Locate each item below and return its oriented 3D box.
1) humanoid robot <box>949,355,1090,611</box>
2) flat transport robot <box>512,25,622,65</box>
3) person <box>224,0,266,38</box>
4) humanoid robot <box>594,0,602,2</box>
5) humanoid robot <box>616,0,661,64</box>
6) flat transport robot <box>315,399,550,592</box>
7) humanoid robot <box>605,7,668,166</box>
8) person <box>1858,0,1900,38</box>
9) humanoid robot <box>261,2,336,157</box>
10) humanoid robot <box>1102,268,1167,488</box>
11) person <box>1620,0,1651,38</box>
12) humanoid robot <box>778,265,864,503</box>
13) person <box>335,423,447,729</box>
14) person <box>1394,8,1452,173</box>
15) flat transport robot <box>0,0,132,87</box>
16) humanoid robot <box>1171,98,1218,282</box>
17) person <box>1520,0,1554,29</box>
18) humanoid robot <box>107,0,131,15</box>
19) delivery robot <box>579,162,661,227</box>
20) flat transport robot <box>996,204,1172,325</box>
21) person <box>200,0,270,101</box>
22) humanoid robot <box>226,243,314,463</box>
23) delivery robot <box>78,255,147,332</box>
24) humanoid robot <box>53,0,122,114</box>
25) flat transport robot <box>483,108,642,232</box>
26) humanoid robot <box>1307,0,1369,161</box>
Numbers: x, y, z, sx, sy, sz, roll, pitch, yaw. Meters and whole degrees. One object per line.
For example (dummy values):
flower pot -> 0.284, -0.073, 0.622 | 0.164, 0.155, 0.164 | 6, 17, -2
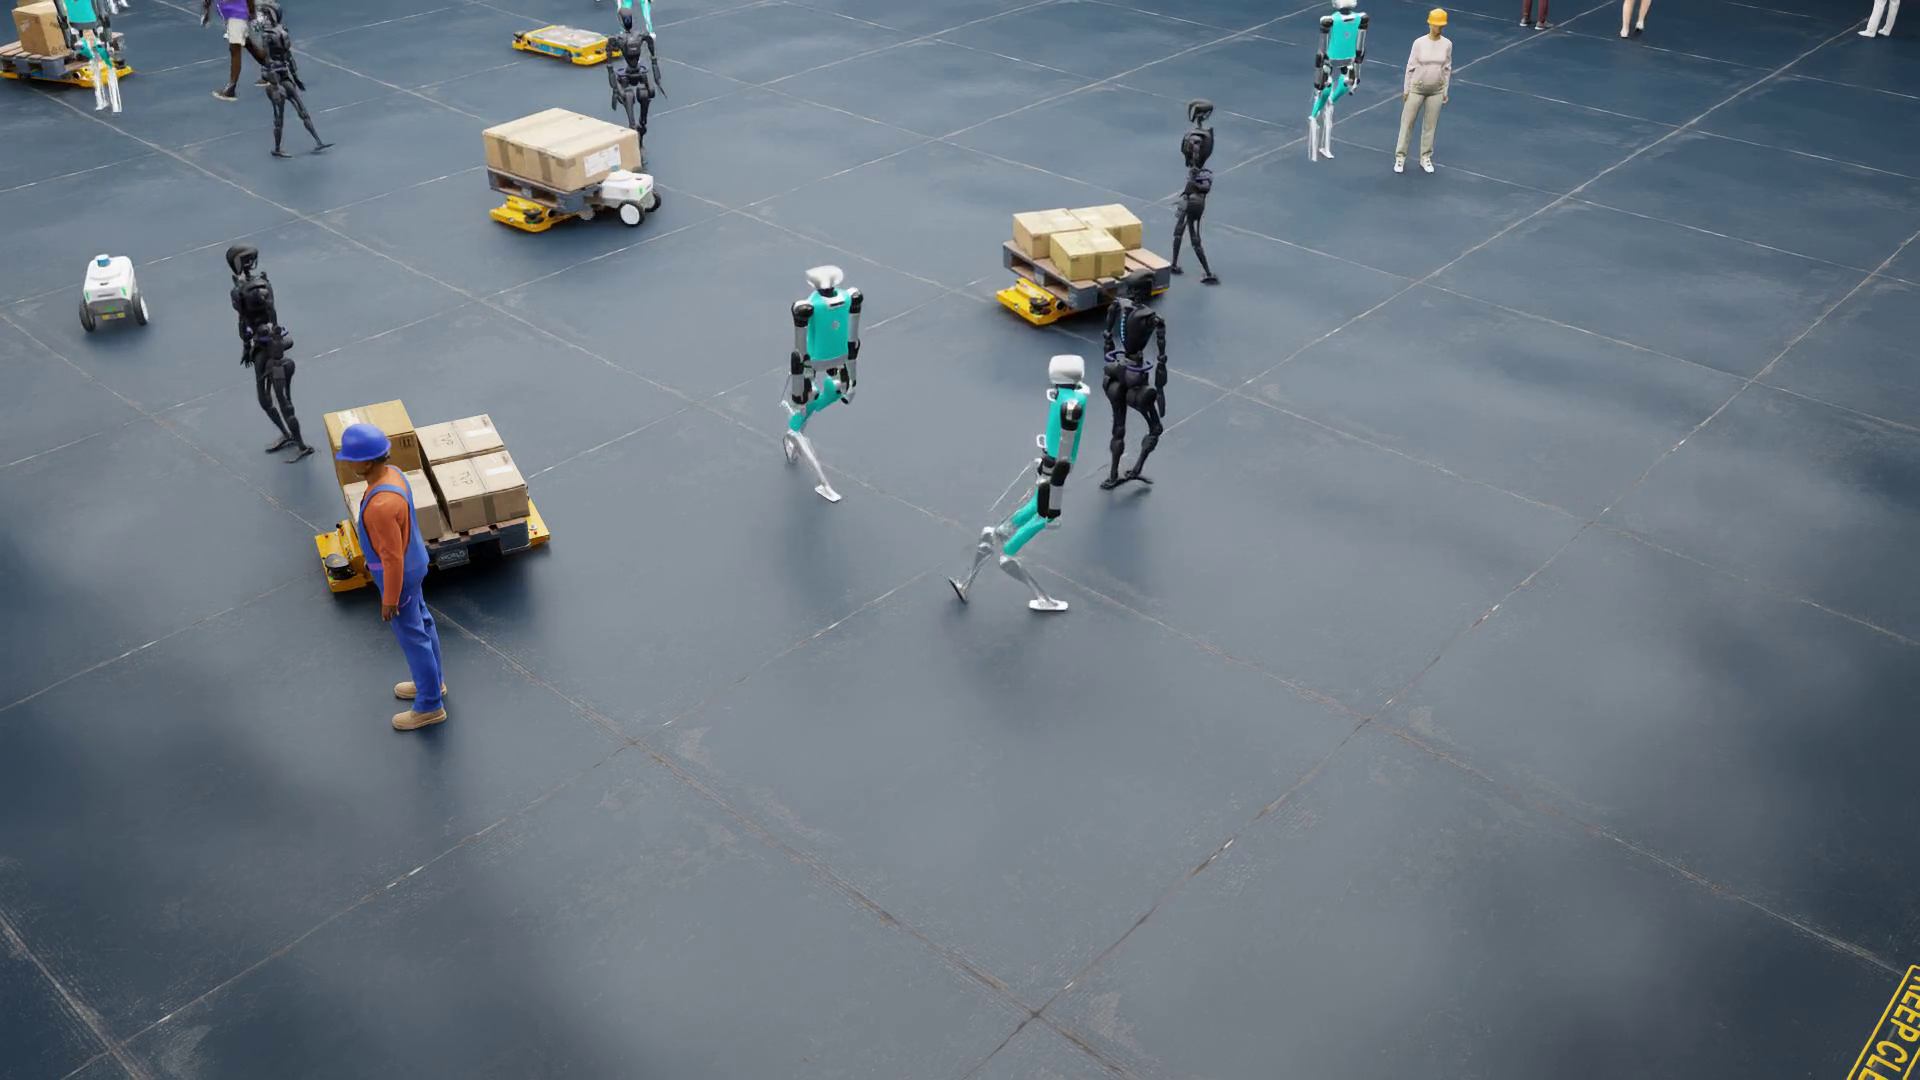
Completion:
humanoid robot -> 0.306, -0.293, 10.265 | 0.935, 1.794, 0.558 | 0, 32, 1
flat transport robot -> -5.050, -6.388, 21.441 | 1.431, 0.231, 0.659 | 21, 38, 30
person -> -9.593, -7.658, 21.966 | 0.611, 1.882, 0.781 | 6, 32, 9
humanoid robot -> -5.025, -8.305, 23.009 | 0.533, 1.677, 0.735 | -11, 33, -16
humanoid robot -> -4.014, -6.701, 20.557 | 0.555, 1.792, 0.666 | -4, 32, -6
flat transport robot -> -3.541, -0.020, 11.186 | 1.431, 0.231, 0.659 | -15, 35, -22
humanoid robot -> -3.410, -4.810, 17.607 | 0.601, 1.628, 0.783 | -15, 35, -23
person -> 12.231, -7.433, 21.820 | 0.513, 1.641, 0.312 | -6, 32, -9
humanoid robot -> -7.169, -4.896, 17.715 | 0.672, 1.634, 0.589 | 2, 32, 3
humanoid robot -> 1.195, -1.130, 11.640 | 0.387, 1.652, 0.590 | -26, 40, -35
person -> 9.031, -7.598, 21.897 | 0.605, 1.840, 0.750 | 12, 34, 19
humanoid robot -> -1.105, -1.170, 11.673 | 0.552, 1.779, 0.939 | -22, 38, -31
person -> -3.151, 0.191, 9.294 | 0.363, 1.909, 0.512 | -6, 32, -9
person -> 4.848, -4.677, 17.329 | 0.463, 1.699, 0.316 | 0, 32, 1
flat transport robot -> -11.058, -5.832, 20.545 | 1.431, 0.231, 0.659 | 10, 33, 15
humanoid robot -> 2.085, -3.108, 14.851 | 0.588, 1.653, 0.599 | 5, 32, 9
person -> 7.812, -7.764, 22.192 | 0.367, 1.813, 0.538 | -22, 38, -31
humanoid robot -> -11.834, -8.173, 22.906 | 0.544, 1.778, 0.699 | -19, 36, -27
delivery robot -> -3.383, -3.433, 16.395 | 0.769, 0.577, 0.499 | 7, 33, 11
flat transport robot -> 1.093, -2.252, 14.781 | 1.431, 0.231, 0.659 | -18, 36, -27
person -> -8.598, -6.202, 19.598 | 0.605, 1.904, 1.058 | 17, 36, 25
humanoid robot -> -4.996, -1.345, 11.982 | 0.601, 1.656, 0.326 | 27, 41, 36
delivery robot -> -7.331, -2.155, 14.362 | 0.499, 0.604, 0.808 | -11, 33, -17
humanoid robot -> -9.875, -5.744, 18.943 | 0.540, 1.719, 0.744 | -7, 33, -11
flat transport robot -> -3.951, -3.442, 16.696 | 0.659, 0.231, 1.431 | 22, 38, 31
humanoid robot -> 3.929, -4.899, 17.698 | 0.543, 1.853, 0.675 | -7, 33, -12
